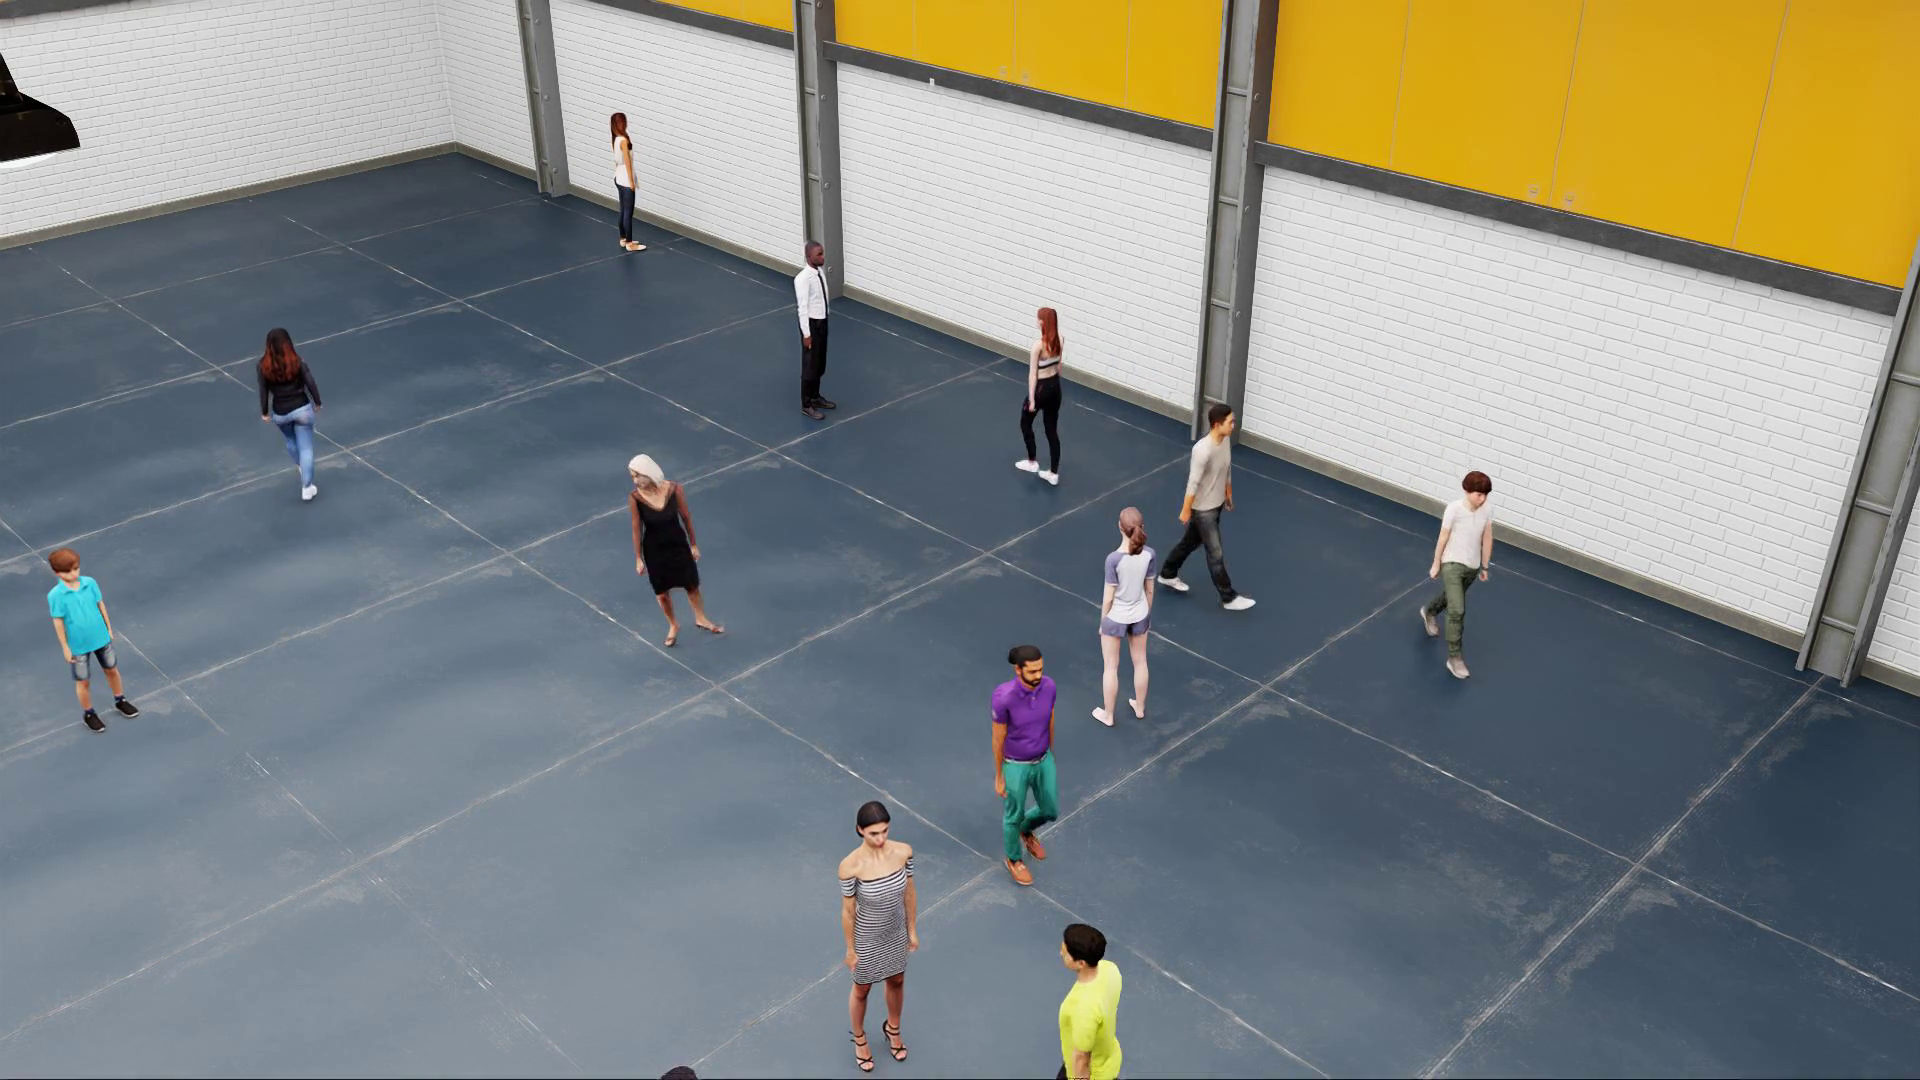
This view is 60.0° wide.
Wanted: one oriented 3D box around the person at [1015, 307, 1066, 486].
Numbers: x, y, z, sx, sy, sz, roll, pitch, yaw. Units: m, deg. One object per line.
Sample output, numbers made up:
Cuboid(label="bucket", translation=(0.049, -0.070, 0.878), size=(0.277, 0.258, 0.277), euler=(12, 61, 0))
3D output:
Cuboid(label="person", translation=(0.863, -1.319, 15.553), size=(0.645, 1.729, 0.757), euler=(-22, 36, -35))

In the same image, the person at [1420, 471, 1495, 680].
Cuboid(label="person", translation=(3.856, 0.173, 12.938), size=(0.995, 1.614, 1.205), euler=(-6, 29, -11))

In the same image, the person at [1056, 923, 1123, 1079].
Cuboid(label="person", translation=(0.743, 2.637, 8.350), size=(1.059, 1.681, 0.880), euler=(10, 30, 17))

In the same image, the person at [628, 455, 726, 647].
Cuboid(label="person", translation=(-2.257, 0.079, 13.014), size=(0.855, 1.704, 0.799), euler=(-13, 31, -22))

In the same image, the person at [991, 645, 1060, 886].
Cuboid(label="person", translation=(0.355, 1.375, 10.585), size=(0.727, 1.755, 0.774), euler=(-14, 32, -24))

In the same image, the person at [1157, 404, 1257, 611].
Cuboid(label="person", translation=(1.930, -0.299, 13.647), size=(1.219, 1.762, 0.860), euler=(17, 33, 28))

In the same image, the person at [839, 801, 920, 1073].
Cuboid(label="person", translation=(-0.449, 2.158, 9.086), size=(0.638, 1.817, 0.618), euler=(-14, 32, -25))

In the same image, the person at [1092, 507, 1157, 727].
Cuboid(label="person", translation=(1.206, 0.554, 12.077), size=(0.662, 1.768, 0.689), euler=(-10, 30, -18))

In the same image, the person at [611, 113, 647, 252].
Cuboid(label="person", translation=(-4.365, -4.663, 21.625), size=(0.726, 1.784, 0.570), euler=(-14, 32, -24))

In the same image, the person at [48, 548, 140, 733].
Cuboid(label="person", translation=(-6.388, 0.700, 12.145), size=(0.509, 1.448, 0.544), euler=(22, 35, 34))

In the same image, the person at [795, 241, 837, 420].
Cuboid(label="person", translation=(-1.494, -2.170, 17.002), size=(0.689, 1.834, 0.718), euler=(10, 30, 17))

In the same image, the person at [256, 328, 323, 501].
Cuboid(label="person", translation=(-6.169, -1.136, 15.346), size=(1.015, 1.605, 1.132), euler=(-4, 29, -8))
